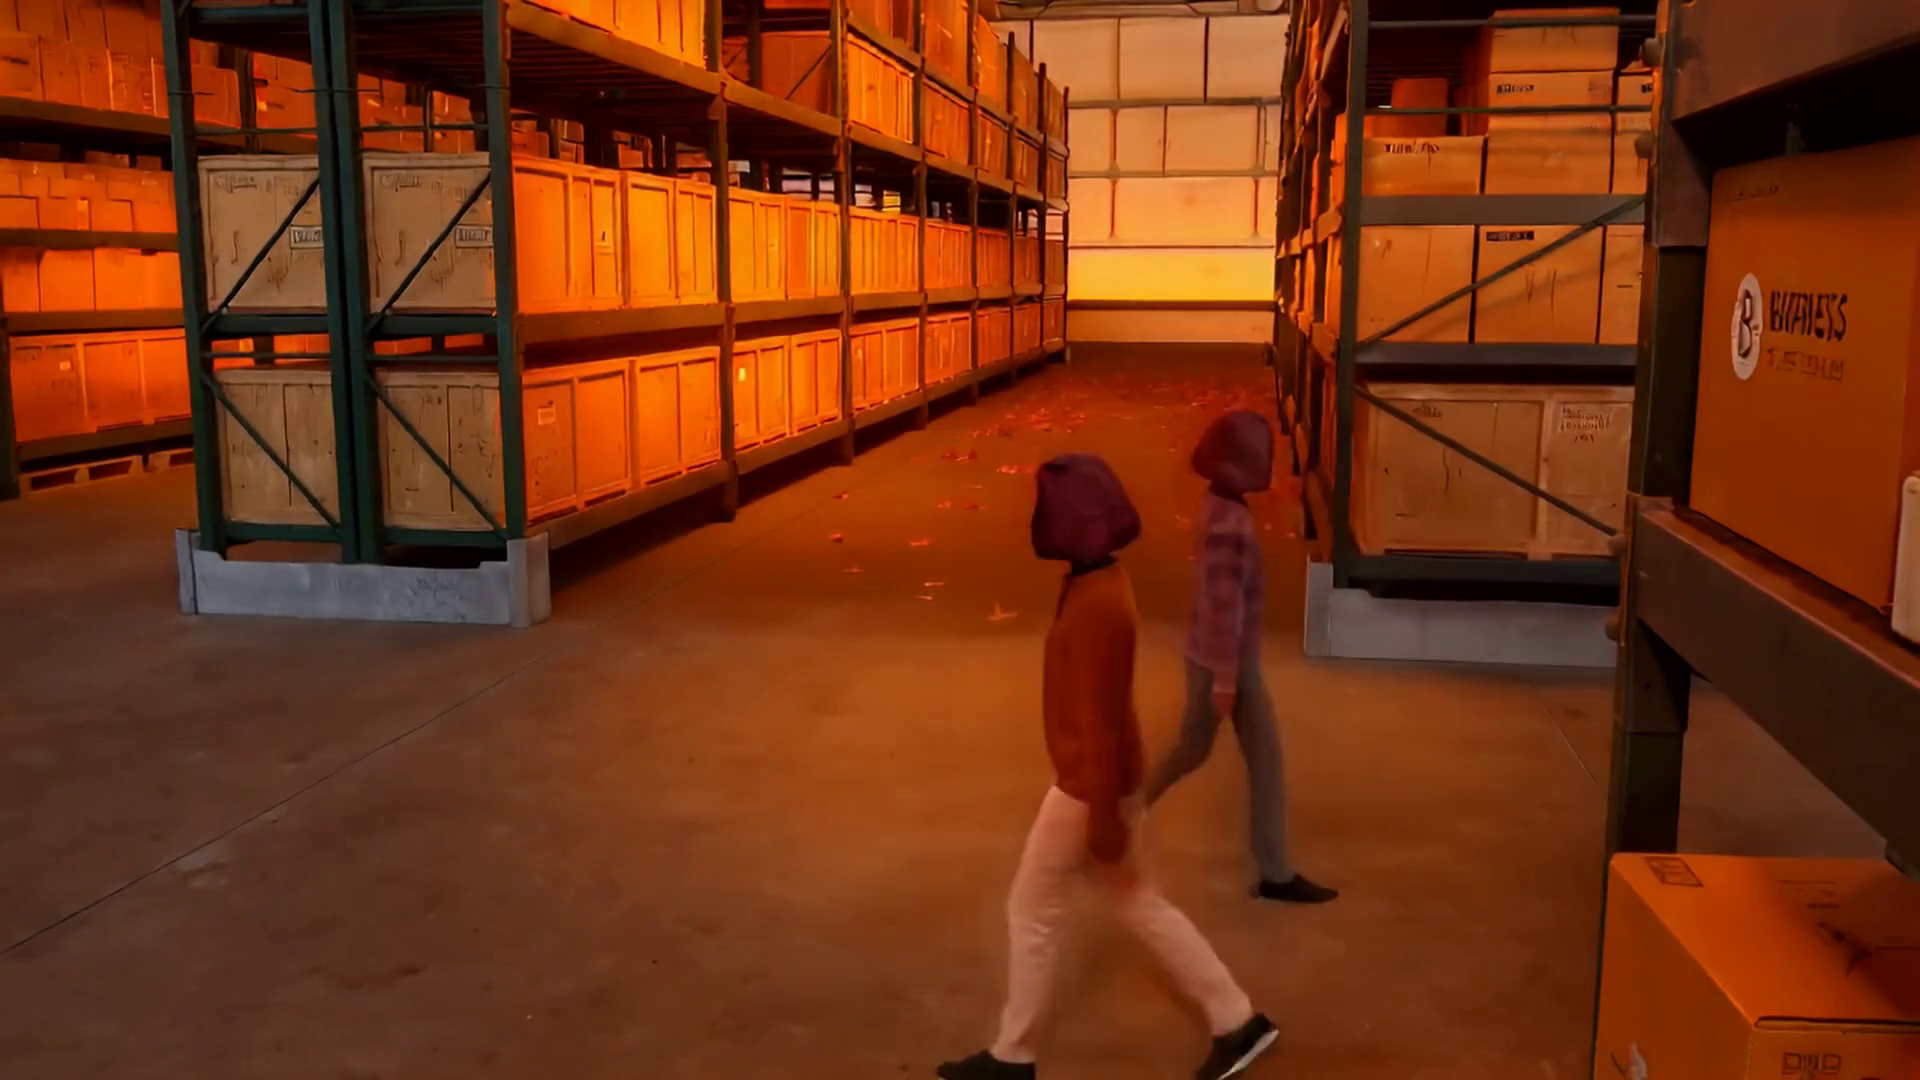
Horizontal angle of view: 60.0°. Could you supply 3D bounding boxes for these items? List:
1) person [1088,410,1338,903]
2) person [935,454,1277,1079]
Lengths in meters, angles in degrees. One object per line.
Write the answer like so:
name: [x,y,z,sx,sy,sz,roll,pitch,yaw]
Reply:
person: [0.794,0.378,5.300,0.783,1.603,0.509,-1,9,-5]
person: [0.381,0.583,4.038,0.806,1.599,0.510,2,9,10]
